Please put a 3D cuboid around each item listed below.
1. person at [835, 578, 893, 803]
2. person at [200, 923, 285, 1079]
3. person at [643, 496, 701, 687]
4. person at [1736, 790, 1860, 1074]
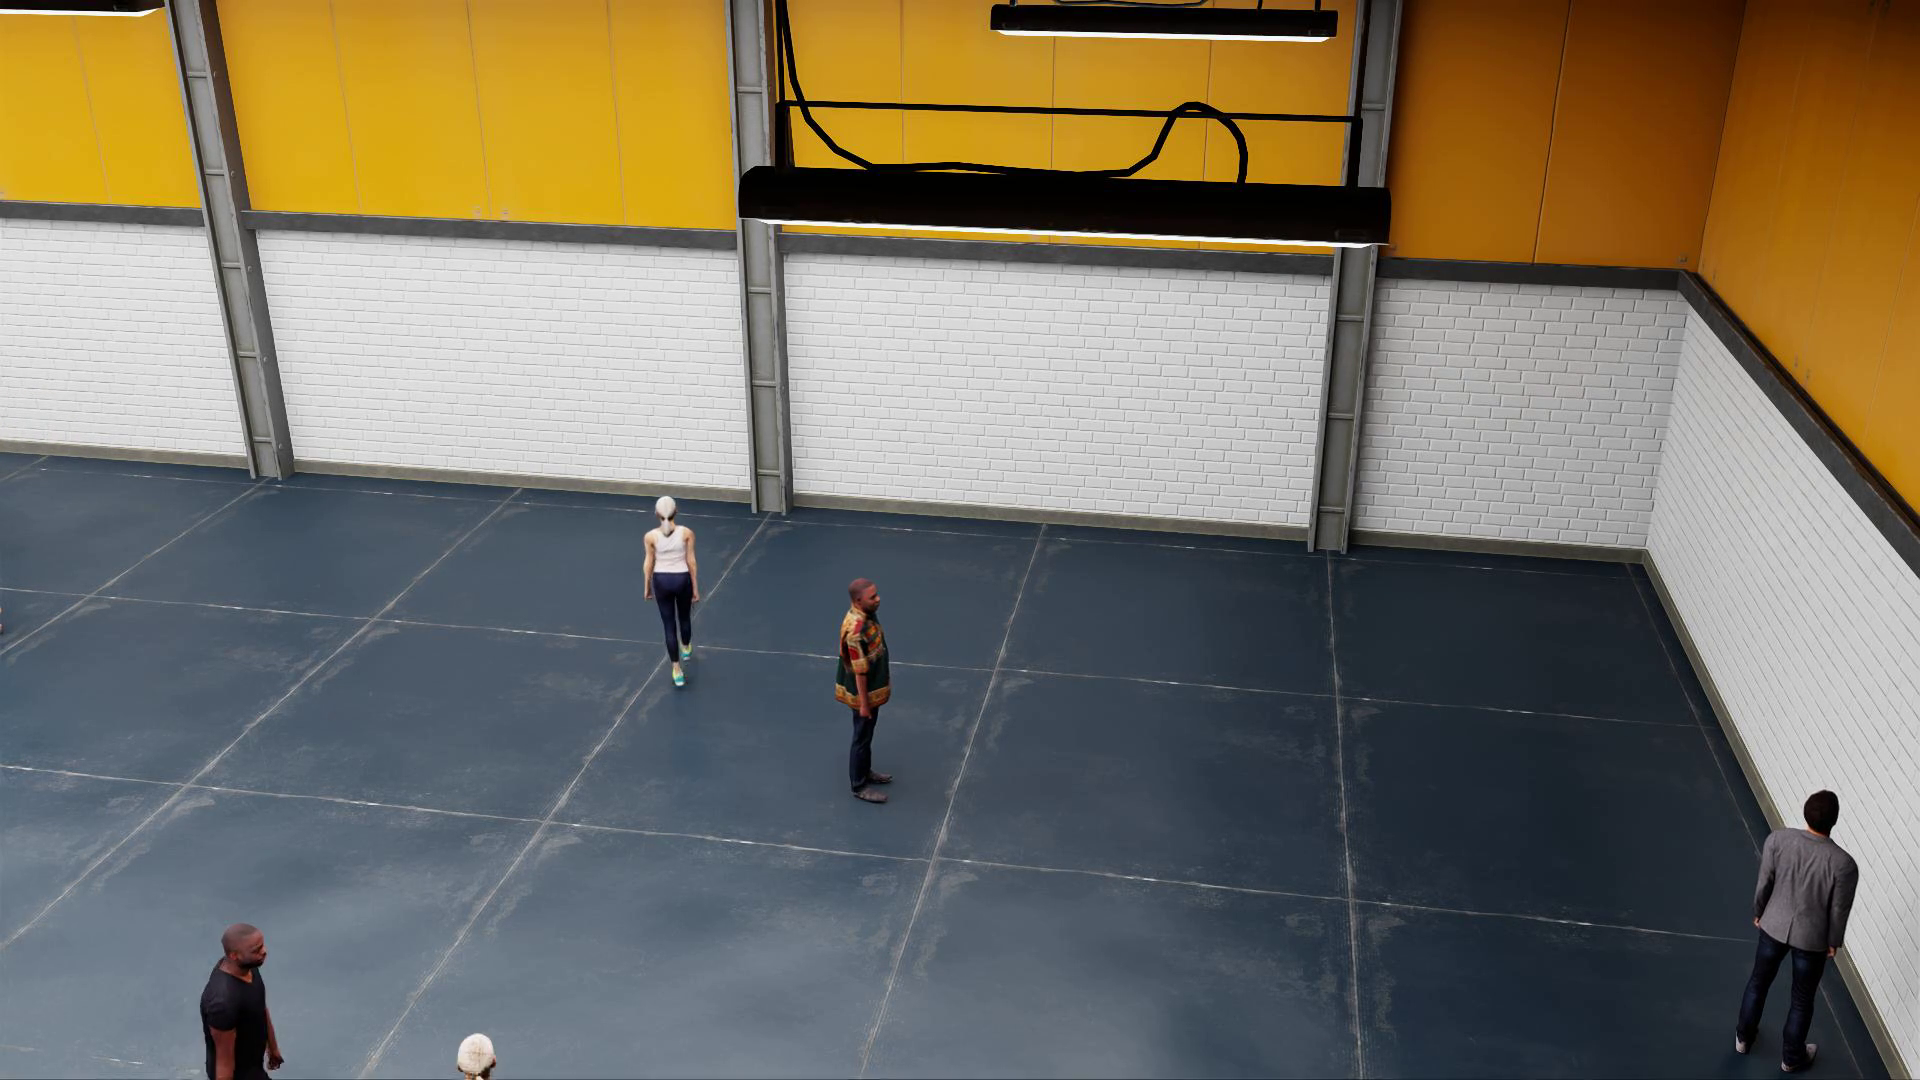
[{"bbox_3d":[-0.740,1.123,12.740,0.649,1.807,0.696,3,24,7],"label":"person"},{"bbox_3d":[-3.914,2.855,8.848,1.355,1.752,1.066,-4,24,-10],"label":"person"},{"bbox_3d":[-2.493,0.463,14.419,1.032,1.672,0.929,-5,24,-11],"label":"person"},{"bbox_3d":[4.994,2.318,9.921,0.737,1.876,0.843,20,31,39],"label":"person"}]
